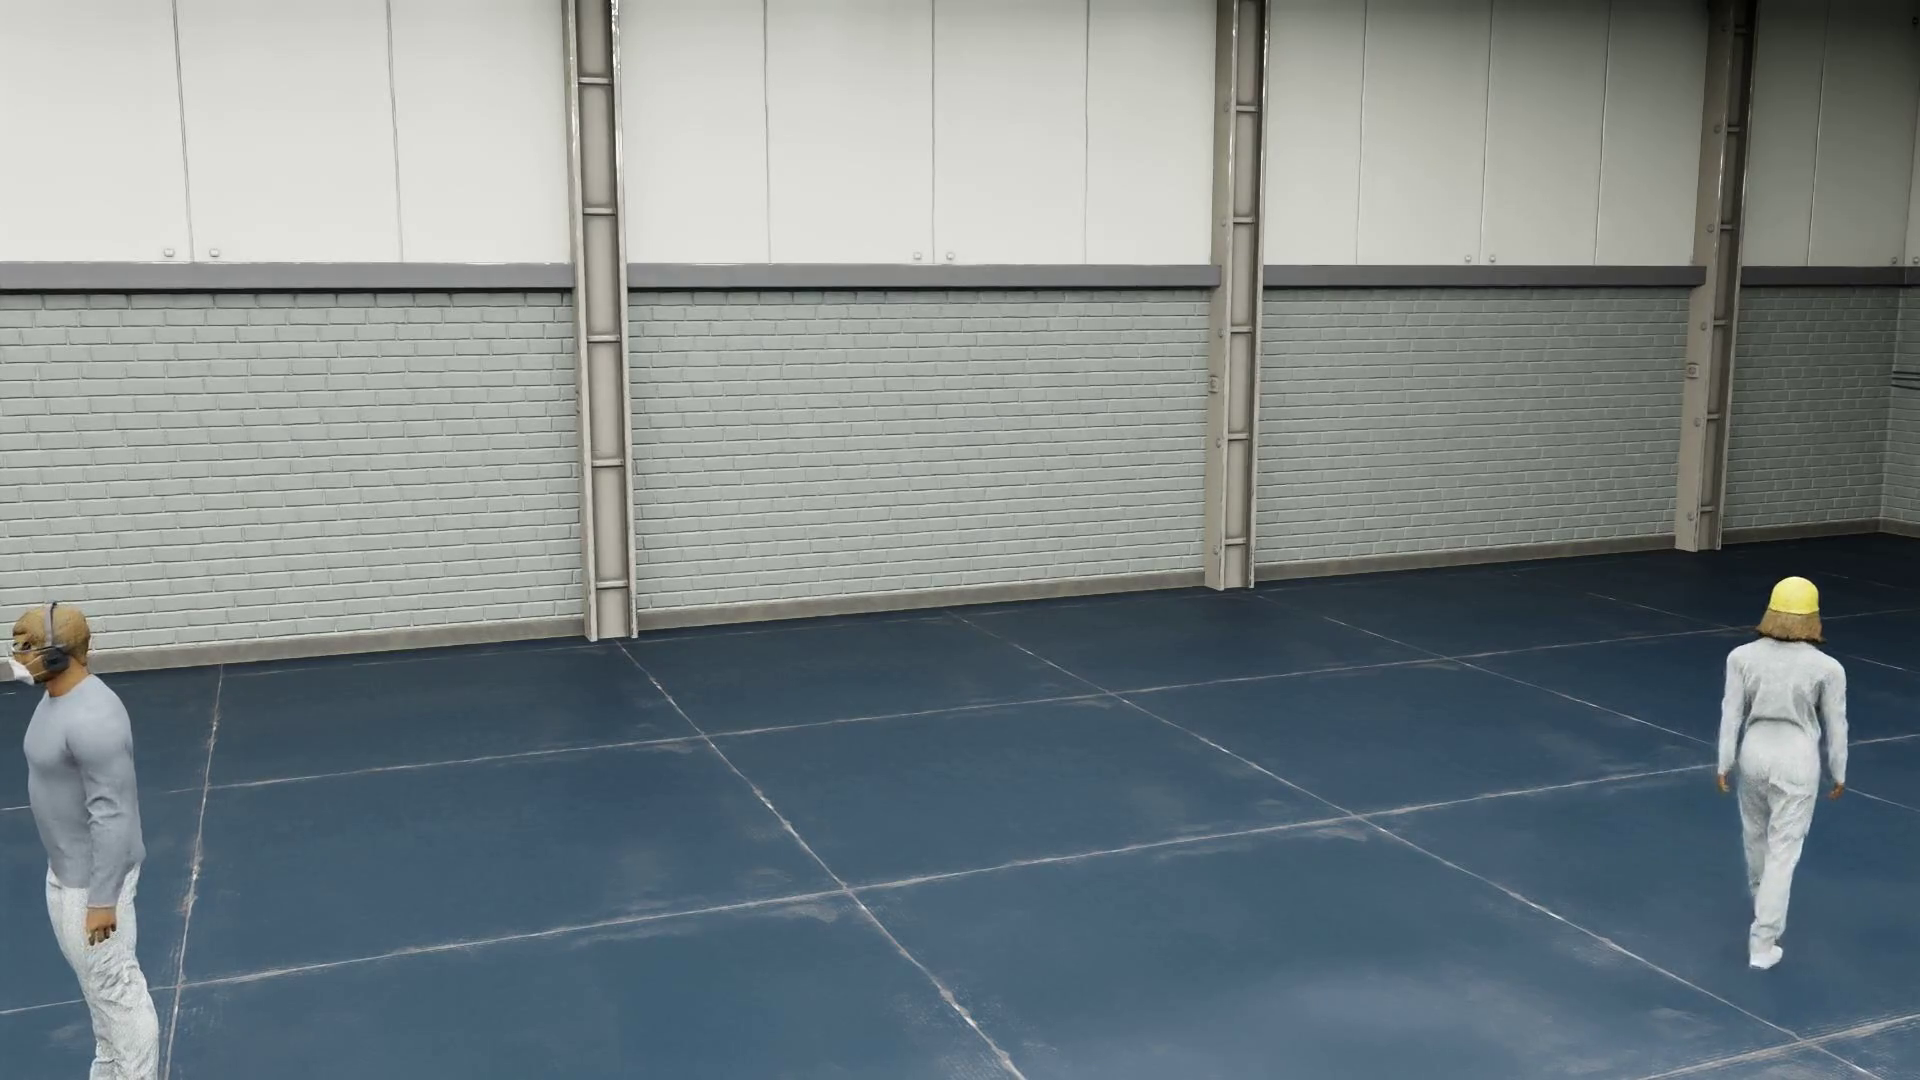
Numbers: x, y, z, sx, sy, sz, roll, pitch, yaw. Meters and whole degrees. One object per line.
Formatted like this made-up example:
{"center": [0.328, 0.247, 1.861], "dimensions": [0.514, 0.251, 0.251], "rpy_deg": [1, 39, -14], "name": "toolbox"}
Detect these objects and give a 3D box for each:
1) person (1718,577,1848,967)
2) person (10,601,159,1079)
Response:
{"center": [3.723, 1.004, 7.499], "dimensions": [0.497, 1.695, 0.872], "rpy_deg": [8, 12, 43], "name": "person"}
{"center": [-3.021, 1.158, 5.767], "dimensions": [0.353, 1.936, 0.633], "rpy_deg": [-7, 11, -38], "name": "person"}
